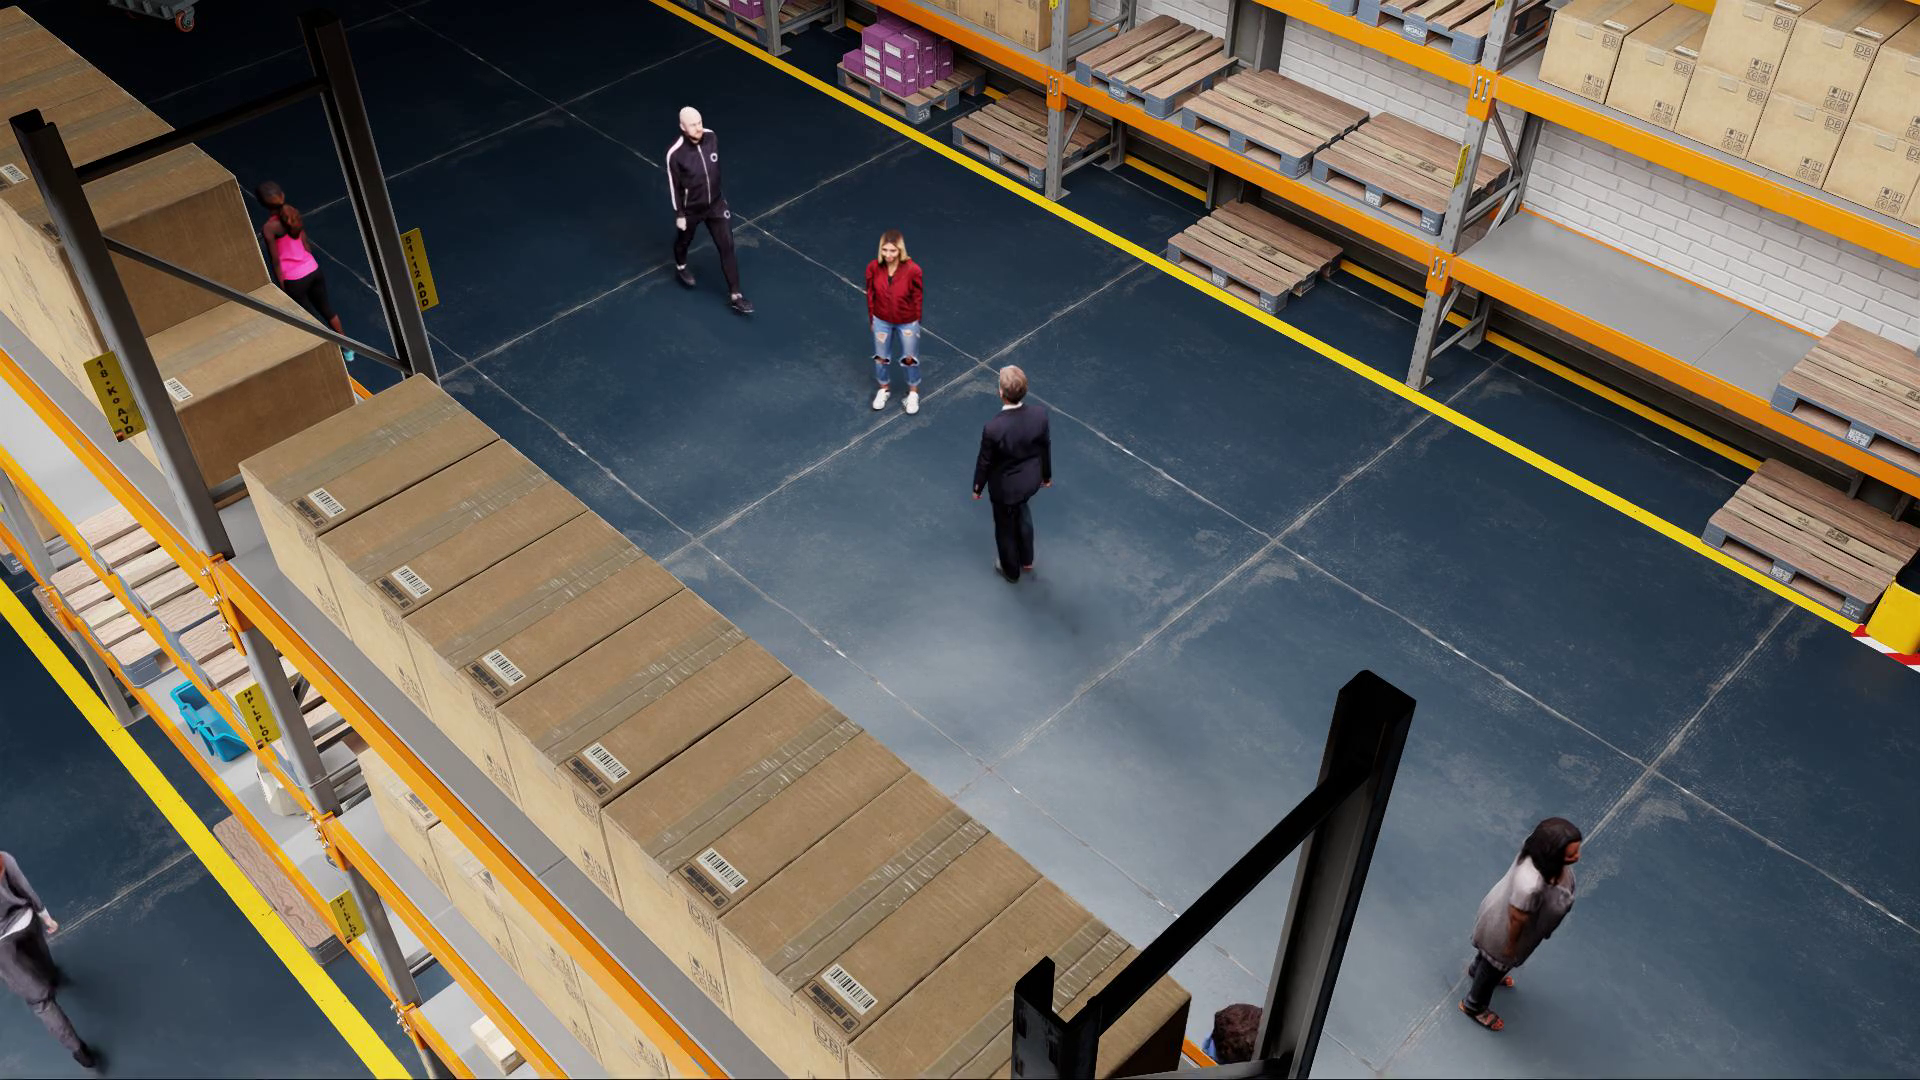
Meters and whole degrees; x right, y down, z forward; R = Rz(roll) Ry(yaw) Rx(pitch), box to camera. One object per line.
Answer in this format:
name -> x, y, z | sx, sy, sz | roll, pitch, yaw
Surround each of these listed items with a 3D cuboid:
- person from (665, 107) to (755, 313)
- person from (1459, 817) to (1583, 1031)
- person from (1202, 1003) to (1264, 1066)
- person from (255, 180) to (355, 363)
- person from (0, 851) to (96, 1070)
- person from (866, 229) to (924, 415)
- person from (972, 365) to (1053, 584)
person -> -2.227, -2.797, 13.850 | 0.780, 1.779, 1.256 | -30, 51, -27
person -> 2.993, 2.003, 8.935 | 0.764, 1.609, 0.727 | 17, 46, 17
person -> 1.205, 2.696, 8.096 | 1.110, 1.763, 0.742 | 30, 51, 27
person -> -5.192, -2.067, 13.129 | 0.615, 1.717, 0.603 | 21, 47, 20
person -> -4.950, 2.137, 8.706 | 0.587, 1.731, 1.117 | -34, 53, -30
person -> -0.488, -1.692, 12.796 | 0.641, 1.632, 0.727 | 5, 44, 5
person -> 0.398, -0.382, 11.294 | 0.795, 1.808, 0.759 | -19, 47, -19
